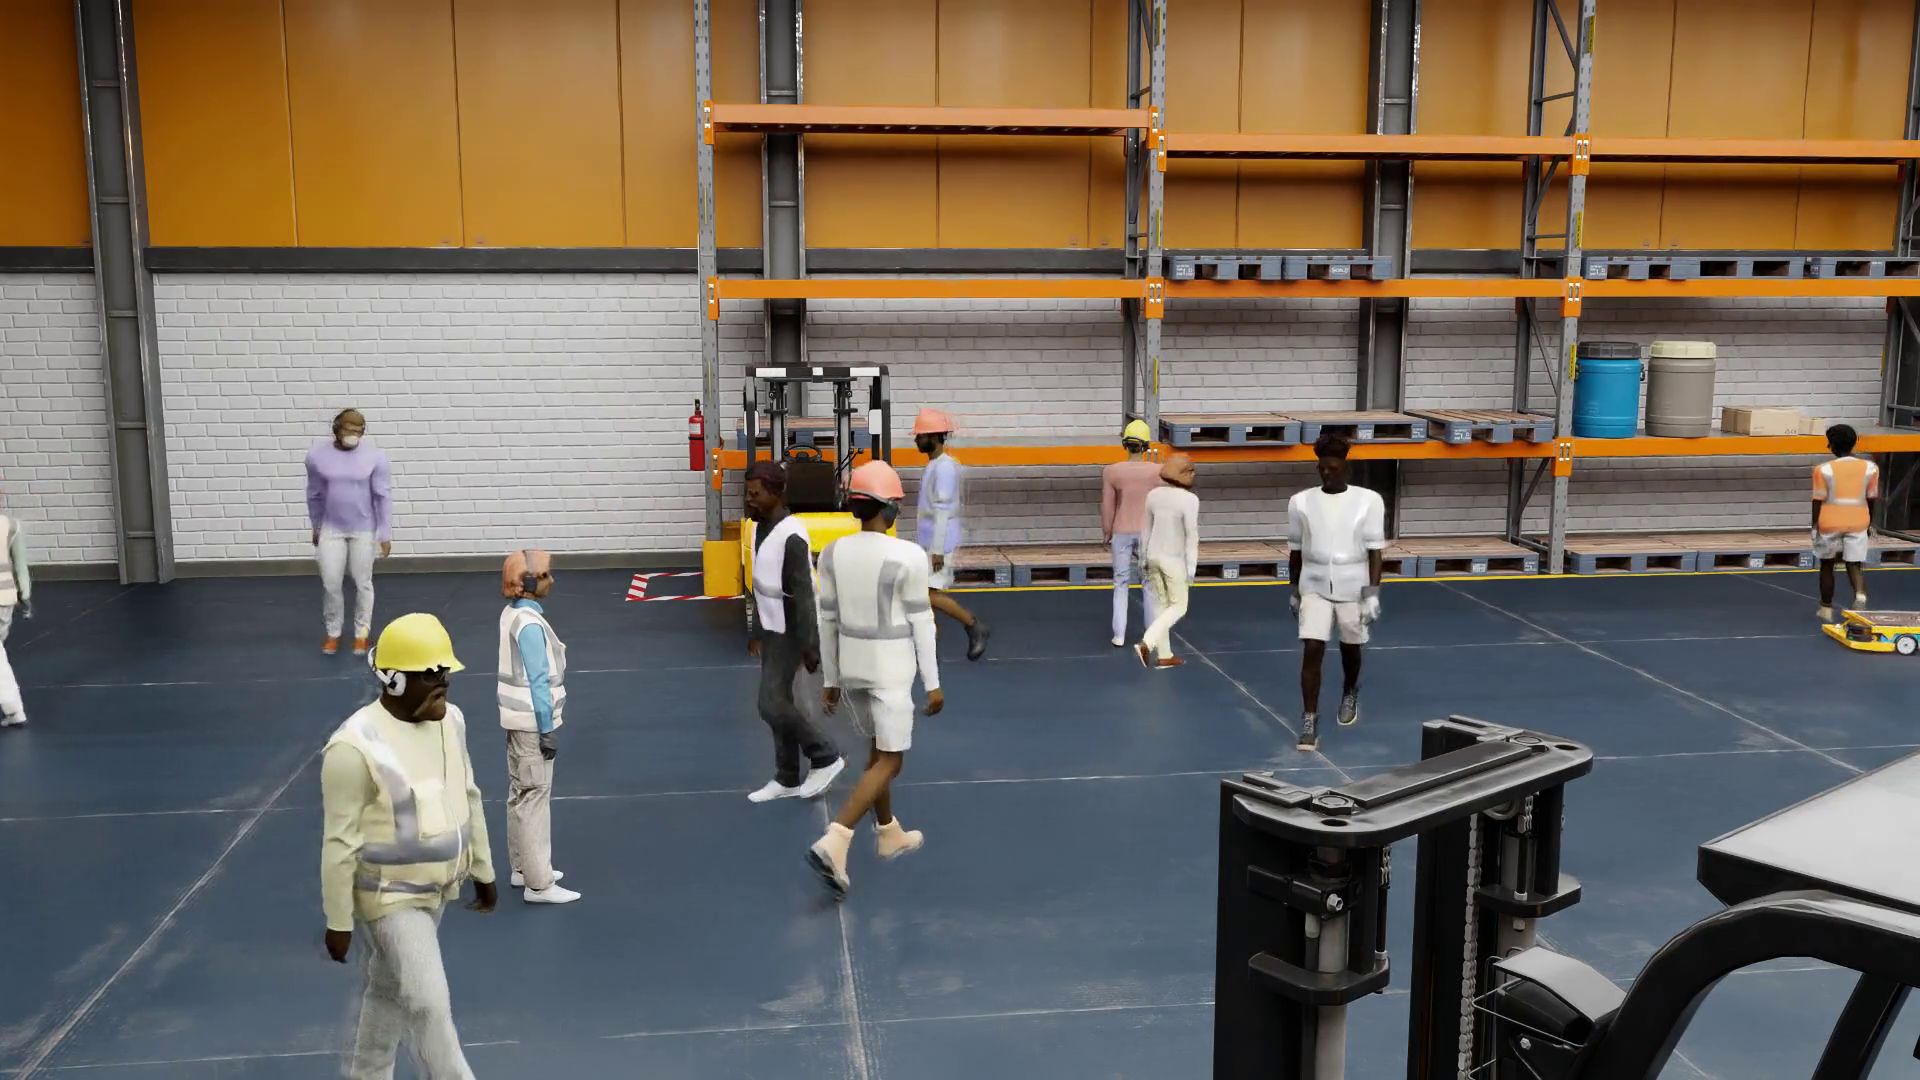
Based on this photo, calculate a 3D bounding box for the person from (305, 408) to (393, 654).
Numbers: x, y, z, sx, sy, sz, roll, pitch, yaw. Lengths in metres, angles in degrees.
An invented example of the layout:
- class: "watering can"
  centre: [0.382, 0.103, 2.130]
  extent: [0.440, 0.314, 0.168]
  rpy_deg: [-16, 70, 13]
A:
- class: "person"
  centre: [-4.575, -0.057, 12.521]
  extent: [0.652, 1.896, 0.524]
  rpy_deg: [-1, 9, -7]

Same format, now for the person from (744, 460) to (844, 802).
- class: "person"
  centre: [-0.954, 0.502, 9.023]
  extent: [0.432, 1.899, 0.606]
  rpy_deg: [-4, 10, -23]

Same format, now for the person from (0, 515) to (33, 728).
- class: "person"
  centre: [-6.243, 0.394, 10.646]
  extent: [0.856, 1.592, 0.532]
  rpy_deg: [5, 11, 30]

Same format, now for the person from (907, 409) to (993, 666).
- class: "person"
  centre: [-0.133, 0.001, 12.098]
  extent: [0.627, 1.919, 0.568]
  rpy_deg: [-2, 9, -14]

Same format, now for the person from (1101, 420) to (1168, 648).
- class: "person"
  centre: [1.354, -0.040, 12.823]
  extent: [0.523, 1.769, 0.321]
  rpy_deg: [2, 9, 12]

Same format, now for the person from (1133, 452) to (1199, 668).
- class: "person"
  centre: [1.456, 0.171, 11.977]
  extent: [0.548, 1.606, 0.545]
  rpy_deg: [-7, 12, -38]

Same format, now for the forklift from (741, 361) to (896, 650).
- class: "forklift"
  centre: [-1.154, -0.340, 13.365]
  extent: [1.214, 2.155, 2.313]
  rpy_deg: [-1, 9, -7]

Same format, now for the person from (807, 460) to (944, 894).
- class: "person"
  centre: [-0.443, 0.634, 7.876]
  extent: [0.618, 2.015, 0.907]
  rpy_deg: [7, 11, 37]

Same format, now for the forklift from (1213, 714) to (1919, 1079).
- class: "forklift"
  centre: [1.441, 1.425, 2.350]
  extent: [1.214, 2.155, 2.313]
  rpy_deg: [-7, 12, -39]

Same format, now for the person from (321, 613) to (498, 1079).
- class: "person"
  centre: [-1.704, 1.128, 5.424]
  extent: [0.899, 1.792, 0.613]
  rpy_deg: [3, 10, 17]

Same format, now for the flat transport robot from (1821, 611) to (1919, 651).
- class: "flat transport robot"
  centre: [7.519, 0.707, 12.815]
  extent: [1.431, 0.197, 0.652]
  rpy_deg: [1, 9, 9]

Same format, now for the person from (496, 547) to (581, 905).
- class: "person"
  centre: [-1.967, 0.851, 7.657]
  extent: [0.307, 1.641, 0.513]
  rpy_deg: [-5, 10, -26]

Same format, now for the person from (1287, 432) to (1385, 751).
- class: "person"
  centre: [2.328, 0.284, 10.324]
  extent: [0.606, 1.927, 0.928]
  rpy_deg: [3, 10, 19]

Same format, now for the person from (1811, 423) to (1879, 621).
- class: "person"
  centre: [7.222, -0.113, 13.581]
  extent: [0.532, 1.665, 0.698]
  rpy_deg: [2, 9, 12]
